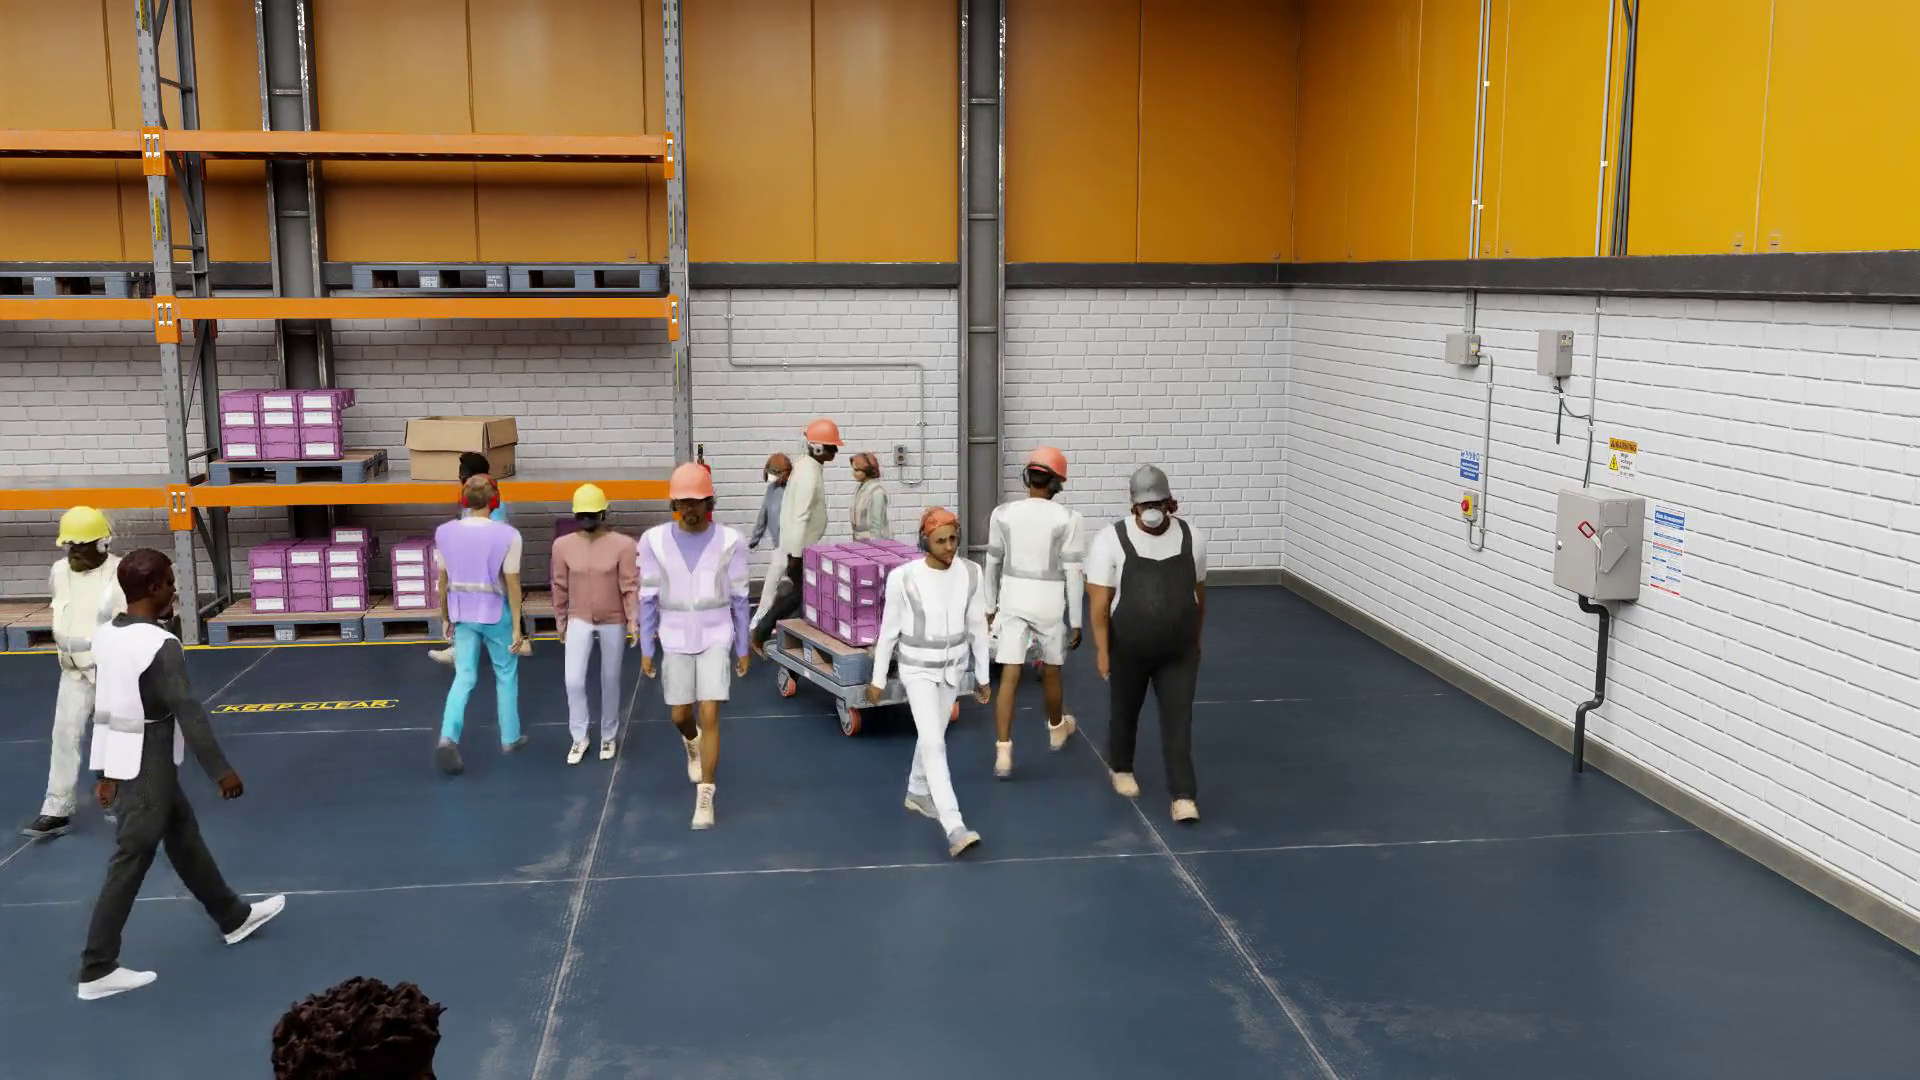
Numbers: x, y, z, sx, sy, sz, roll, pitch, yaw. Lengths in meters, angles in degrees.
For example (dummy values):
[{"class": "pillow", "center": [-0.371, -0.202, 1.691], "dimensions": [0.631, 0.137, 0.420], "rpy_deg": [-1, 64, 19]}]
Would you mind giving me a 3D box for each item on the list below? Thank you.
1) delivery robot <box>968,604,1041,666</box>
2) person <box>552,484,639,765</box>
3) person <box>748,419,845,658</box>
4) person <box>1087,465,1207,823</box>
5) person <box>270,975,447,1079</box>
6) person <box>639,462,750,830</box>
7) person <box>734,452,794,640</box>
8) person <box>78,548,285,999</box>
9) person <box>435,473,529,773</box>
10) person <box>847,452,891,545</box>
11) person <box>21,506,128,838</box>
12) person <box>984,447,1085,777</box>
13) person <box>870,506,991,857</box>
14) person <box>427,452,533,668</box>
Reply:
[{"class": "delivery robot", "center": [0.324, 0.721, 12.450], "dimensions": [0.707, 0.478, 0.477], "rpy_deg": [7, 12, 39]}, {"class": "person", "center": [-2.242, 0.522, 10.257], "dimensions": [0.537, 1.748, 0.528], "rpy_deg": [-1, 9, -6]}, {"class": "person", "center": [-1.269, 0.036, 12.705], "dimensions": [0.780, 1.949, 0.632], "rpy_deg": [-1, 9, -6]}, {"class": "person", "center": [1.066, 0.524, 9.353], "dimensions": [0.699, 2.000, 1.022], "rpy_deg": [-1, 9, -8]}, {"class": "person", "center": [-0.973, 1.644, 2.658], "dimensions": [0.397, 1.953, 0.619], "rpy_deg": [-5, 10, -26]}, {"class": "person", "center": [-1.472, 0.540, 9.332], "dimensions": [0.610, 2.014, 0.848], "rpy_deg": [0, 9, -3]}, {"class": "person", "center": [-1.487, 0.064, 13.623], "dimensions": [0.852, 1.584, 0.589], "rpy_deg": [-4, 10, -22]}, {"class": "person", "center": [-3.404, 0.963, 7.161], "dimensions": [0.593, 1.868, 0.980], "rpy_deg": [9, 13, 44]}, {"class": "person", "center": [-2.968, 0.496, 10.243], "dimensions": [0.577, 1.817, 0.863], "rpy_deg": [1, 9, 9]}, {"class": "person", "center": [-0.714, 0.092, 13.360], "dimensions": [0.386, 1.620, 0.523], "rpy_deg": [-4, 10, -26]}, {"class": "person", "center": [-4.701, 0.714, 8.940], "dimensions": [0.602, 1.788, 0.851], "rpy_deg": [2, 9, 14]}, {"class": "person", "center": [0.449, 0.419, 10.236], "dimensions": [0.688, 1.969, 1.074], "rpy_deg": [3, 10, 19]}, {"class": "person", "center": [-0.108, 0.717, 8.870], "dimensions": [0.603, 1.810, 1.106], "rpy_deg": [-6, 11, -31]}, {"class": "person", "center": [-3.715, 0.150, 12.837], "dimensions": [0.850, 1.653, 0.550], "rpy_deg": [-5, 10, -27]}]
